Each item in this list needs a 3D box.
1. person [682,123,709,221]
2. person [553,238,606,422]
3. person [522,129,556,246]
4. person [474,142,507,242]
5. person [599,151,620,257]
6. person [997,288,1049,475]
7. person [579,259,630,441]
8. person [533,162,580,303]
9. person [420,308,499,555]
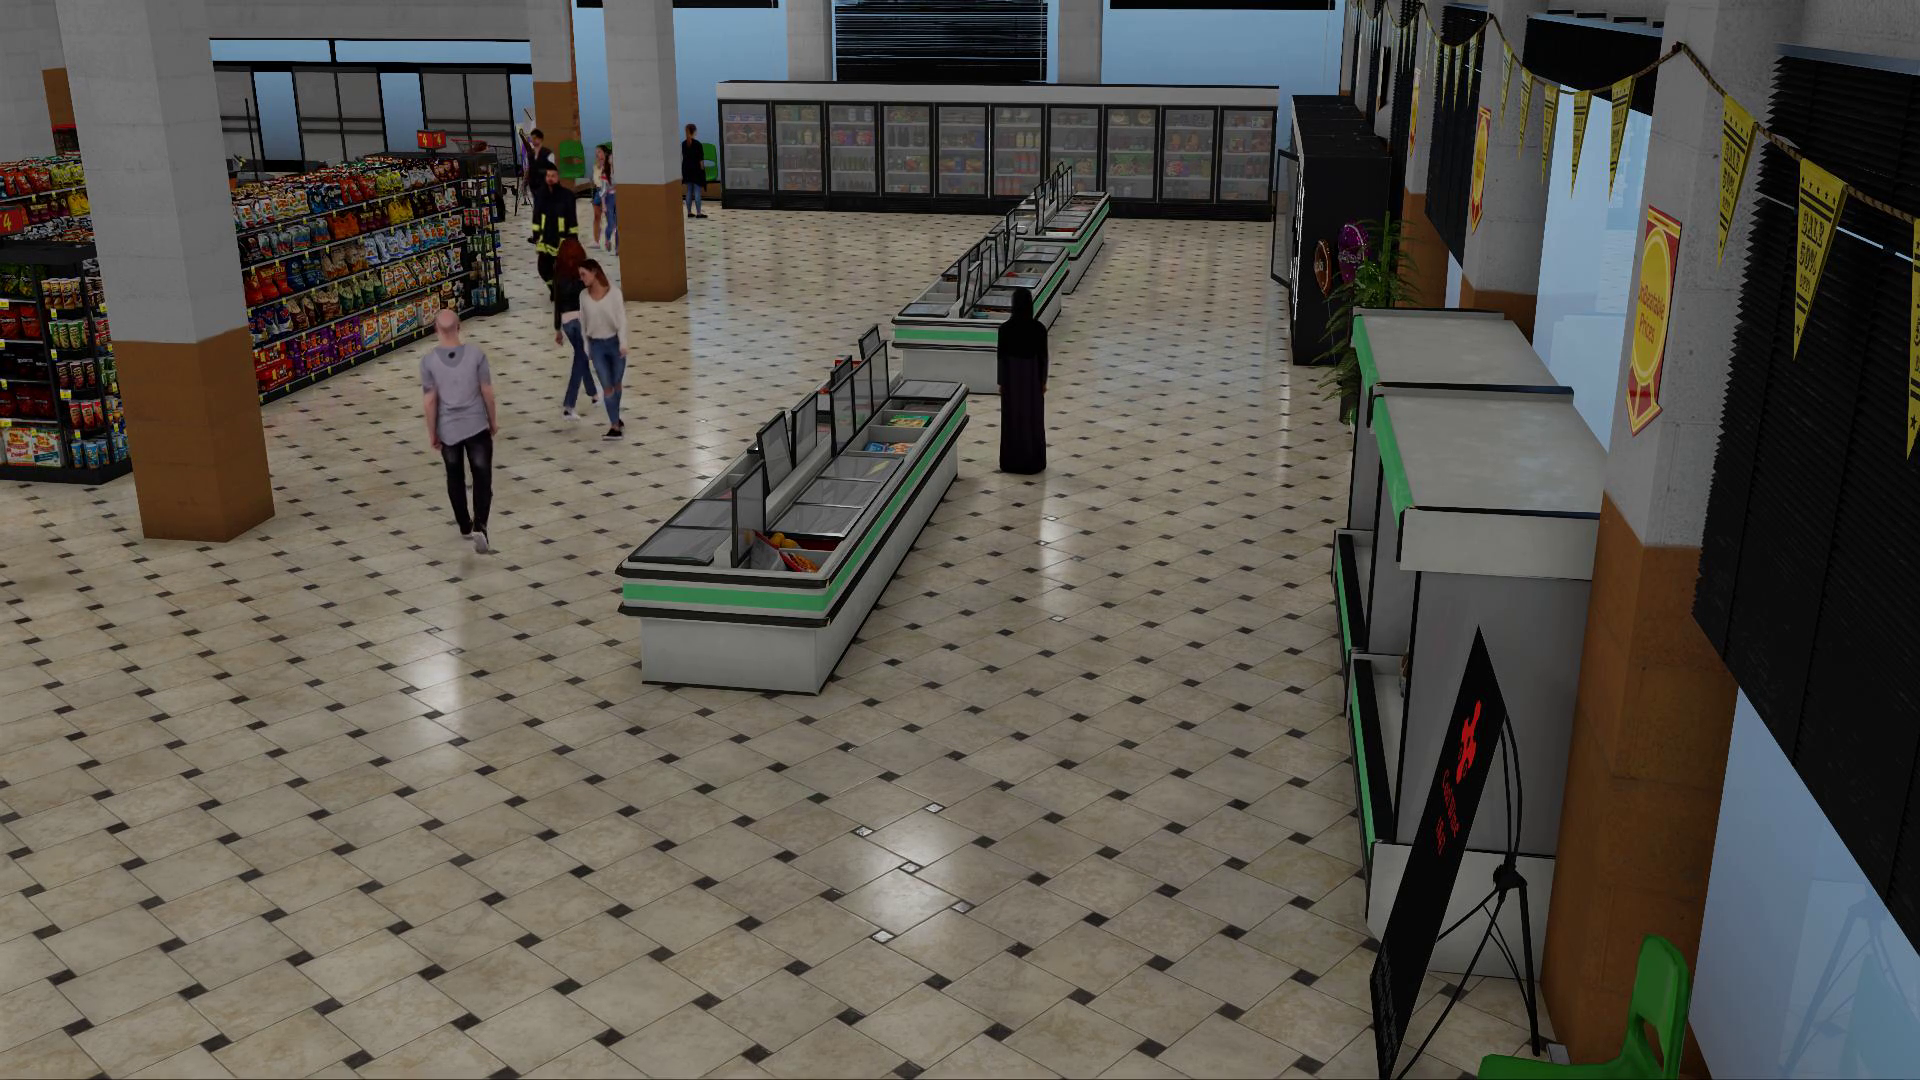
[{"bbox_3d":[-4.776,-6.597,29.774,0.709,1.683,0.697,12,22,31],"label":"person"},{"bbox_3d":[-3.692,-1.962,15.946,0.640,1.735,1.279,4,19,13],"label":"person"},{"bbox_3d":[-6.678,-5.649,26.781,0.859,1.799,1.238,8,20,21],"label":"person"},{"bbox_3d":[-7.748,-5.624,26.994,0.869,1.614,0.788,-17,25,-40],"label":"person"},{"bbox_3d":[-5.392,-5.209,25.778,0.812,1.606,0.869,-14,23,-35],"label":"person"},{"bbox_3d":[0.536,-1.382,14.415,0.604,1.614,0.589,2,19,6],"label":"person"},{"bbox_3d":[-3.288,-1.774,15.539,0.807,1.638,1.086,-4,19,-11],"label":"person"},{"bbox_3d":[-5.286,-4.010,21.839,0.789,1.850,0.789,2,19,5],"label":"person"},{"bbox_3d":[-3.683,-0.783,12.339,0.947,1.806,1.294,-3,19,-10],"label":"person"}]
